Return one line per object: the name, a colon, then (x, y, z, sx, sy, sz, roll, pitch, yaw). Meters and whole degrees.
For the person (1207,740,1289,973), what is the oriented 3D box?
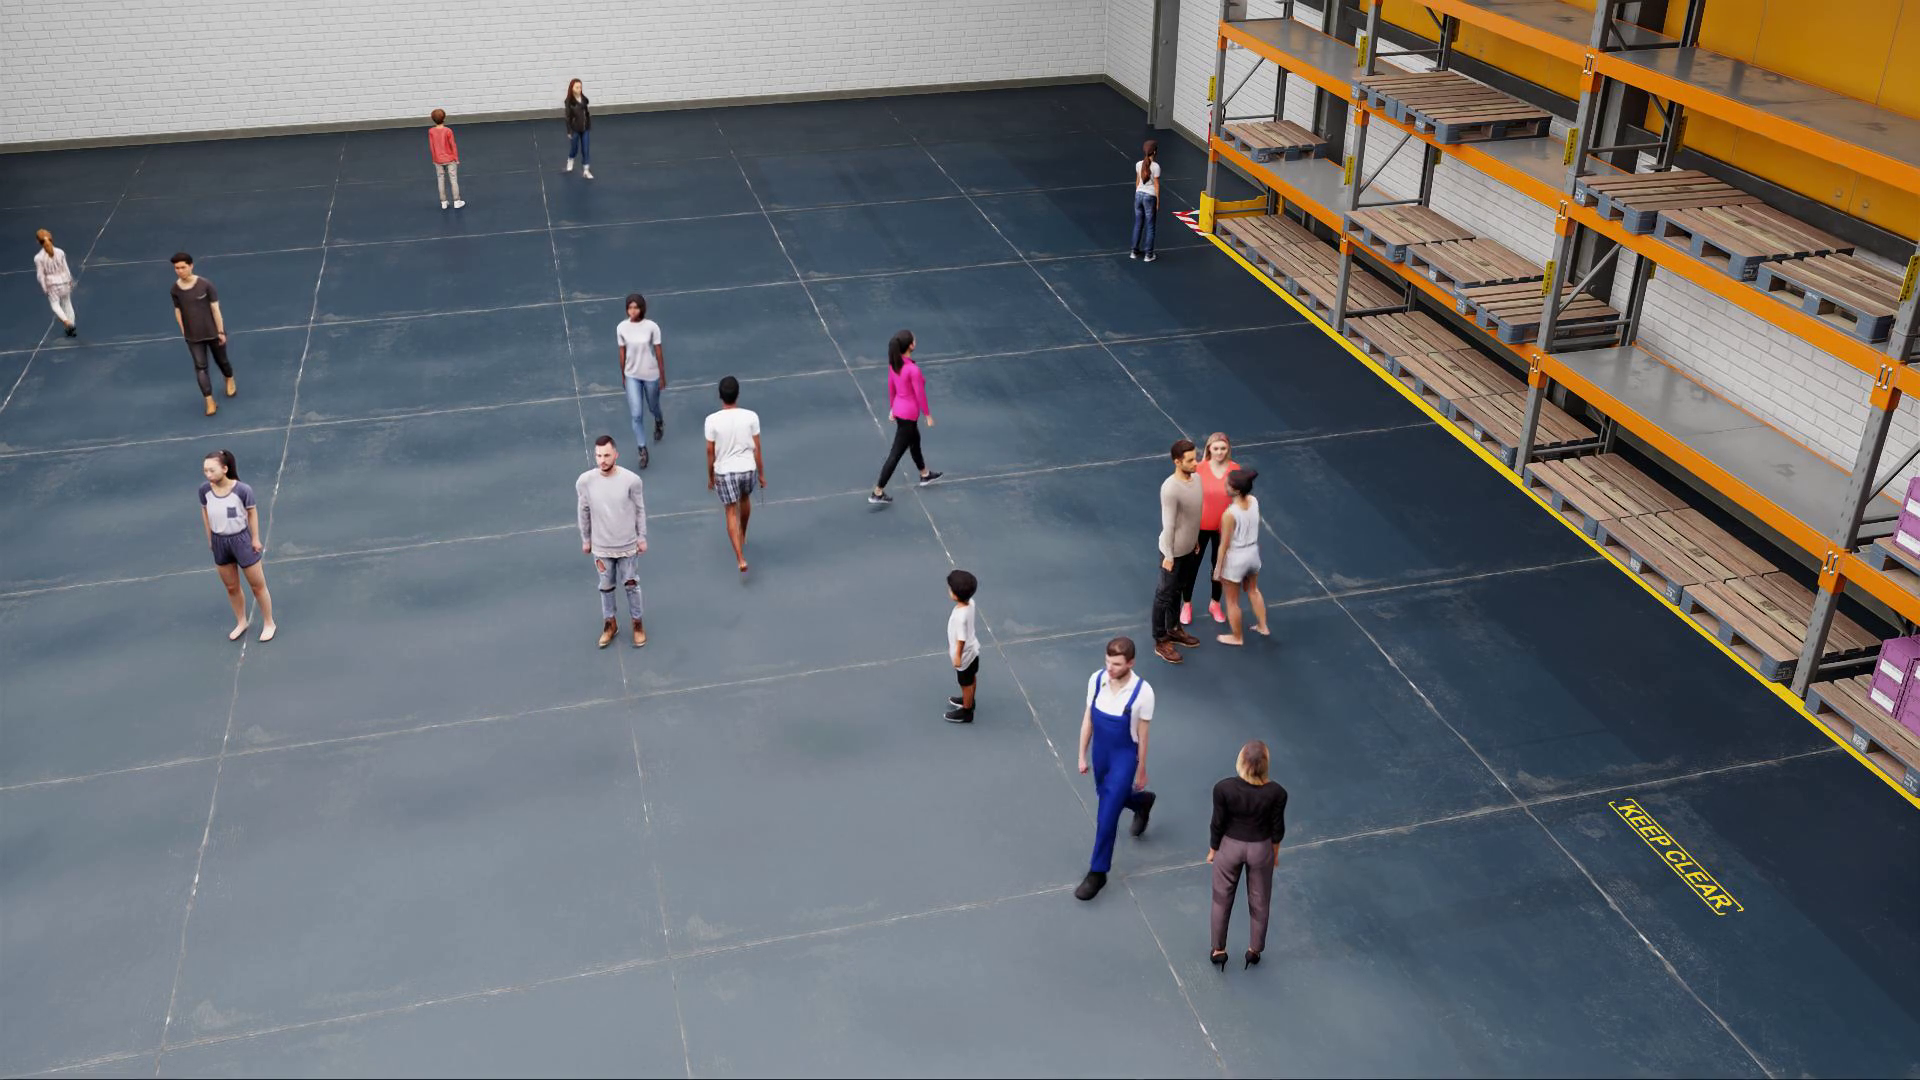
person: (1.701, 1.901, 9.954, 0.658, 1.671, 0.633, 2, 29, 5)

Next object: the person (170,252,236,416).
person: (-7.937, -2.227, 17.495, 0.597, 1.696, 1.014, -7, 29, -13)

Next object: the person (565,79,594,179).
person: (-5.763, -6.188, 24.992, 0.730, 1.470, 0.905, -20, 34, -32)

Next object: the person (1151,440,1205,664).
person: (1.715, 0.056, 13.129, 0.783, 1.868, 0.741, 19, 34, 30)

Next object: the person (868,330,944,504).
person: (-0.575, -1.108, 15.481, 0.907, 1.659, 1.148, -19, 34, -31)

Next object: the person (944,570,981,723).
person: (0.043, 0.783, 12.433, 0.631, 1.258, 0.551, 7, 29, 13)

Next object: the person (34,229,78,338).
person: (-10.410, -2.945, 19.224, 0.800, 1.300, 0.716, 23, 36, 36)

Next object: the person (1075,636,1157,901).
person: (1.054, 1.379, 10.753, 1.215, 1.822, 1.198, 19, 34, 31)

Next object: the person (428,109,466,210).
person: (-7.332, -5.430, 23.658, 0.570, 1.417, 0.557, 0, 29, 0)

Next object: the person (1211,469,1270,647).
person: (2.258, 0.150, 13.228, 0.800, 1.608, 0.777, -16, 33, -27)

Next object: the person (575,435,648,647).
person: (-2.761, -0.007, 13.276, 0.725, 1.839, 0.626, -1, 29, -2)

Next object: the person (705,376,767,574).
person: (-1.941, -0.524, 14.385, 0.641, 1.684, 1.107, -8, 30, -14)

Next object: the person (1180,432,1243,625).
person: (2.057, -0.108, 13.612, 0.635, 1.693, 0.599, -2, 29, -3)

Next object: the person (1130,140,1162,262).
person: (2.432, -4.441, 21.694, 0.600, 1.561, 0.676, 21, 35, 33)

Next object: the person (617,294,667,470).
person: (-3.107, -1.615, 16.378, 0.762, 1.691, 1.135, -1, 29, -2)

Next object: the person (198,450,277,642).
person: (-5.830, 0.043, 13.381, 0.659, 1.650, 0.629, 2, 29, 4)
